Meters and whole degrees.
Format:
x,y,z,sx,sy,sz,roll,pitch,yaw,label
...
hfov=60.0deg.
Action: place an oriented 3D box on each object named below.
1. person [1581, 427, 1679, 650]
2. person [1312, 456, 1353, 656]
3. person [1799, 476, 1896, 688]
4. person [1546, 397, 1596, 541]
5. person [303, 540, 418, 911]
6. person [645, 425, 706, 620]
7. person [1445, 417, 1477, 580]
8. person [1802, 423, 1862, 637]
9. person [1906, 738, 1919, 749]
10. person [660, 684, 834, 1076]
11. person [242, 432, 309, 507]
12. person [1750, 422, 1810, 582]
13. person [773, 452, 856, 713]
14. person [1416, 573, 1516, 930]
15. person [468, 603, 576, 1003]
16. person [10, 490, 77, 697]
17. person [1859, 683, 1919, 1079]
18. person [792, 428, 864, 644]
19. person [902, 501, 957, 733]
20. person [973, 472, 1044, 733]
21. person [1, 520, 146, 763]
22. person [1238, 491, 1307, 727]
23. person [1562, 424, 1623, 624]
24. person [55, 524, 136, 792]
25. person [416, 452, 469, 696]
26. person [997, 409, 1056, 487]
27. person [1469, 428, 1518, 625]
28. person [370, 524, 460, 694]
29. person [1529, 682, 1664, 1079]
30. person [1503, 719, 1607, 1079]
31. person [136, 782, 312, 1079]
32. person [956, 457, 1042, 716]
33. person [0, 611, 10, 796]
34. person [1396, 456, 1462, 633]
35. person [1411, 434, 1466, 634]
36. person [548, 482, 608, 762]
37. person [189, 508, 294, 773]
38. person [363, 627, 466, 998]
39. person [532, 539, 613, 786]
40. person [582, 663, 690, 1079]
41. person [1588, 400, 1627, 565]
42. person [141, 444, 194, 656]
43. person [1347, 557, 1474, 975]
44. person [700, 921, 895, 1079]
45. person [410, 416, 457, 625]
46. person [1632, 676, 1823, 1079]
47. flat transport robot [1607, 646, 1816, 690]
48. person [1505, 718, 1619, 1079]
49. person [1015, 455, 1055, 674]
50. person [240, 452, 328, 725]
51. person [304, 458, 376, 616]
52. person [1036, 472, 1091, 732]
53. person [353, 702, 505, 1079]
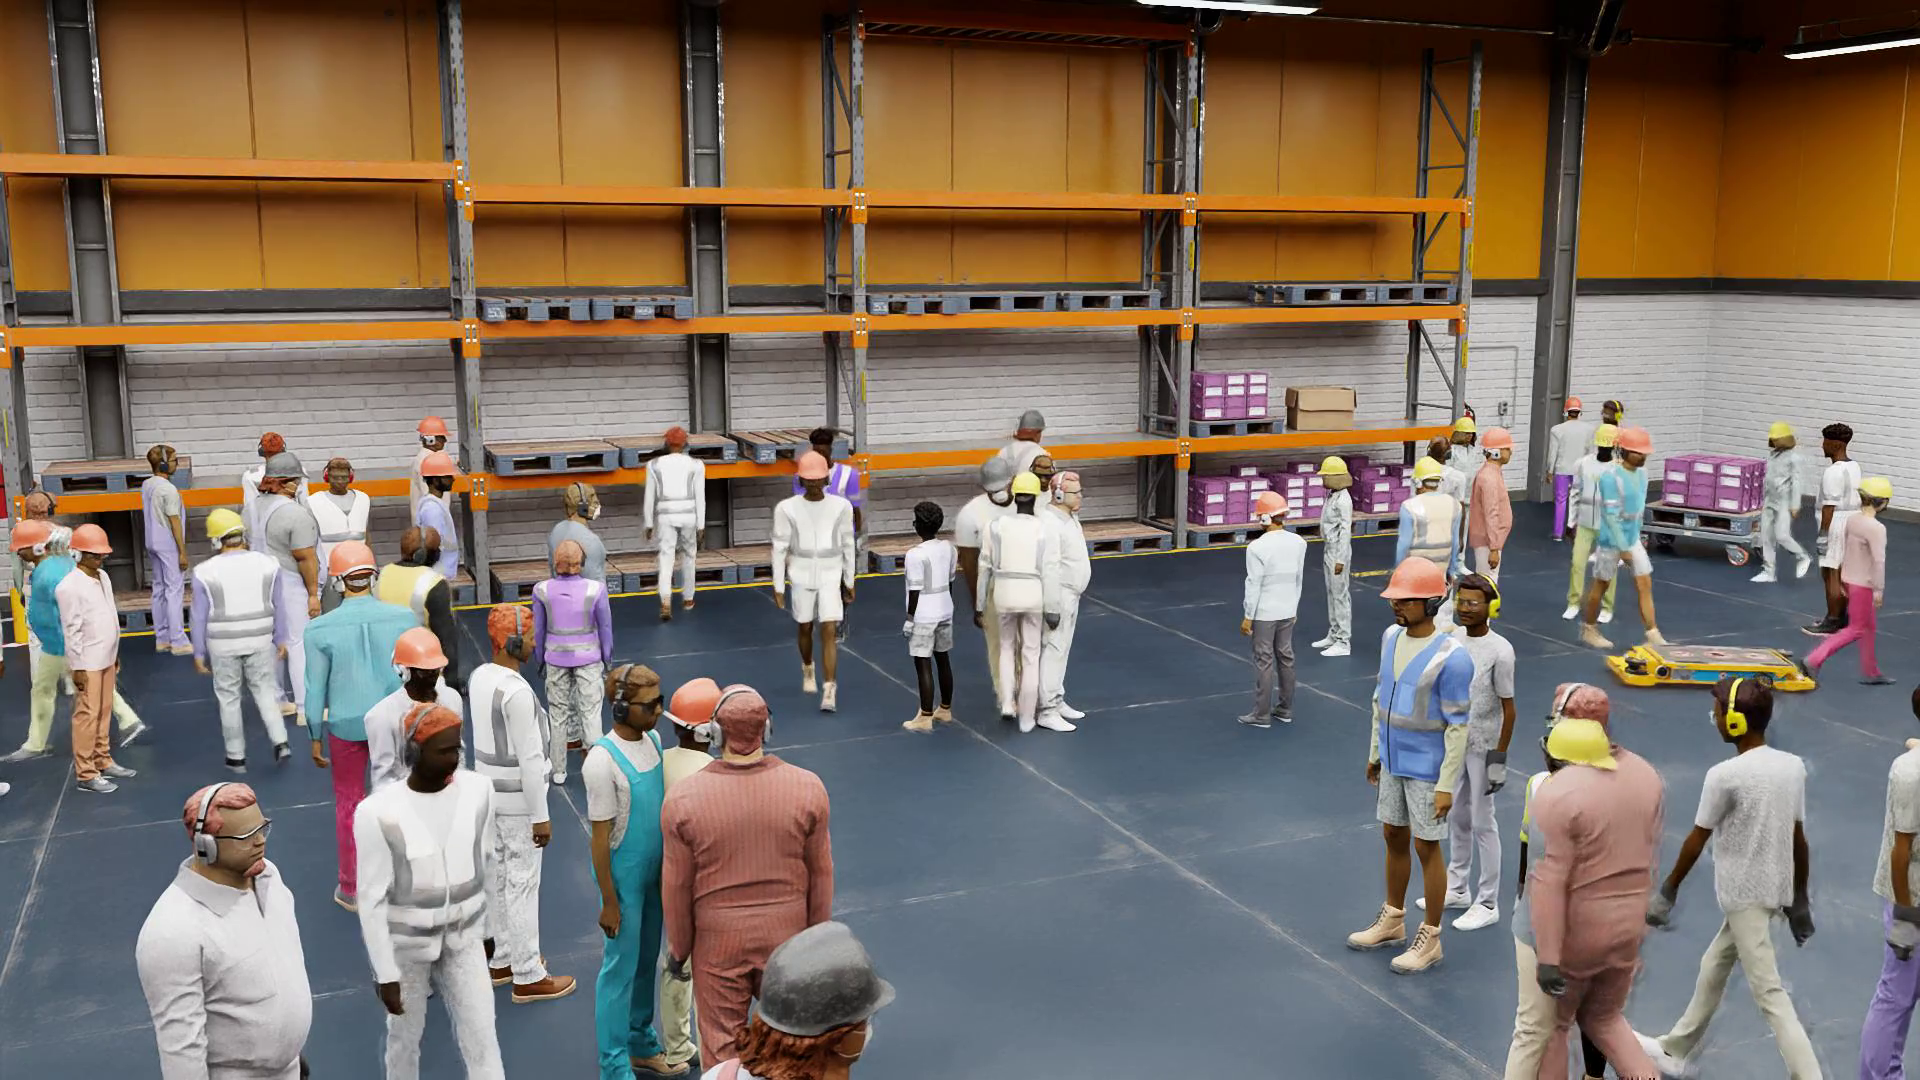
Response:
x,y,z,sx,sy,sz,roll,pitch,yaw,label
5.819,0.025,14.382,0.612,1.992,0.998,-5,11,-29,person
3.256,0.137,14.485,0.322,1.741,0.490,0,10,0,person
7.182,0.341,13.339,0.804,1.729,0.535,1,10,4,person
7.404,-0.861,20.198,0.561,1.752,0.326,0,10,1,person
-3.182,0.985,8.904,0.618,1.987,0.405,-6,12,-31,person
-2.745,-0.174,16.011,0.589,1.848,0.953,-1,10,-4,person
5.387,-0.452,17.871,0.493,1.743,0.296,-7,12,-36,person
8.004,-0.095,15.215,0.603,1.957,0.385,-10,14,-44,person
6.934,0.592,11.618,0.618,1.836,0.431,-4,11,-24,person
-0.797,1.480,6.276,0.639,1.907,0.409,-2,10,-13,person
-6.183,-0.039,15.091,0.578,1.883,0.352,-8,13,-38,person
8.718,-0.400,17.620,0.522,1.723,0.502,-2,10,-13,person
-1.125,0.298,12.865,0.634,1.985,1.071,-1,10,-5,person
2.654,1.086,8.636,0.323,1.875,0.518,-3,10,-18,person
-2.084,1.223,7.812,0.355,1.887,0.576,-8,13,-39,person
-7.167,0.431,13.087,0.516,1.641,0.308,0,10,-3,person
3.812,1.443,6.590,0.327,1.874,0.517,10,14,44,person
-1.205,-0.032,14.857,0.641,1.943,0.623,2,10,11,person
-0.230,0.560,12.176,0.315,1.696,0.540,7,12,35,person
0.439,0.453,12.215,0.668,1.898,0.538,1,10,8,person
-6.182,0.674,11.535,0.883,1.700,0.579,-5,11,-27,person
2.299,0.508,12.313,0.562,1.752,0.324,-7,12,-35,person
6.023,-0.153,15.688,0.599,1.906,0.428,8,13,40,person
-5.645,0.758,10.875,0.335,1.747,0.572,-1,10,-5,person
-4.103,0.269,13.156,0.362,1.939,0.542,-4,11,-21,person
0.640,-0.314,16.224,1.028,2.000,0.683,-10,14,-44,person
4.598,0.022,14.415,0.375,1.997,0.611,2,10,12,person
-3.386,0.804,10.379,0.688,1.842,0.431,5,11,27,person
2.444,1.494,6.292,0.663,1.873,0.654,-5,11,-24,person
2.457,1.508,6.713,0.316,1.695,0.541,-6,11,-31,person
-2.214,1.673,5.164,0.409,1.907,0.648,1,10,4,person
0.341,0.328,12.522,0.711,2.000,0.541,-3,10,-18,person
-6.373,0.740,10.504,0.593,1.920,0.391,-4,11,-22,person
3.839,0.219,13.756,0.600,1.829,0.404,-4,11,-23,person
4.372,-0.048,15.251,0.508,1.847,0.345,5,11,28,person
-2.603,0.558,11.493,0.372,1.940,0.631,-8,13,-39,person
-4.823,0.684,11.127,0.624,1.808,0.480,-8,13,-39,person
-2.537,1.272,7.912,0.326,1.751,0.559,5,11,27,person
-2.537,0.807,10.924,0.524,1.636,0.308,0,10,-2,person
-1.342,1.407,6.869,0.331,1.845,0.519,3,10,16,person
7.268,-0.640,18.622,0.322,1.863,0.533,-2,10,-10,person
-6.883,0.088,14.469,0.506,1.846,0.345,7,12,36,person
2.198,1.090,8.121,0.378,2.045,0.605,-5,11,-24,person
-0.298,1.841,3.807,0.681,2.000,0.536,10,14,44,person
-4.913,-0.167,15.553,0.411,1.986,0.603,-2,10,-14,person
3.175,1.458,6.715,0.539,1.810,1.017,-6,12,-32,person
6.113,1.030,13.572,1.431,0.197,0.652,1,10,8,flat transport robot
2.311,1.531,6.407,0.340,1.760,0.525,6,11,30,person
0.660,0.199,13.849,0.504,1.840,0.345,-2,10,-11,person
-4.984,0.347,12.414,0.687,2.000,0.536,5,11,29,person
-5.076,0.235,13.644,0.389,1.838,0.563,8,13,39,person
0.762,0.440,12.267,0.403,1.906,0.652,3,10,15,person
-1.933,1.527,6.203,0.577,1.834,0.933,-7,12,-37,person
